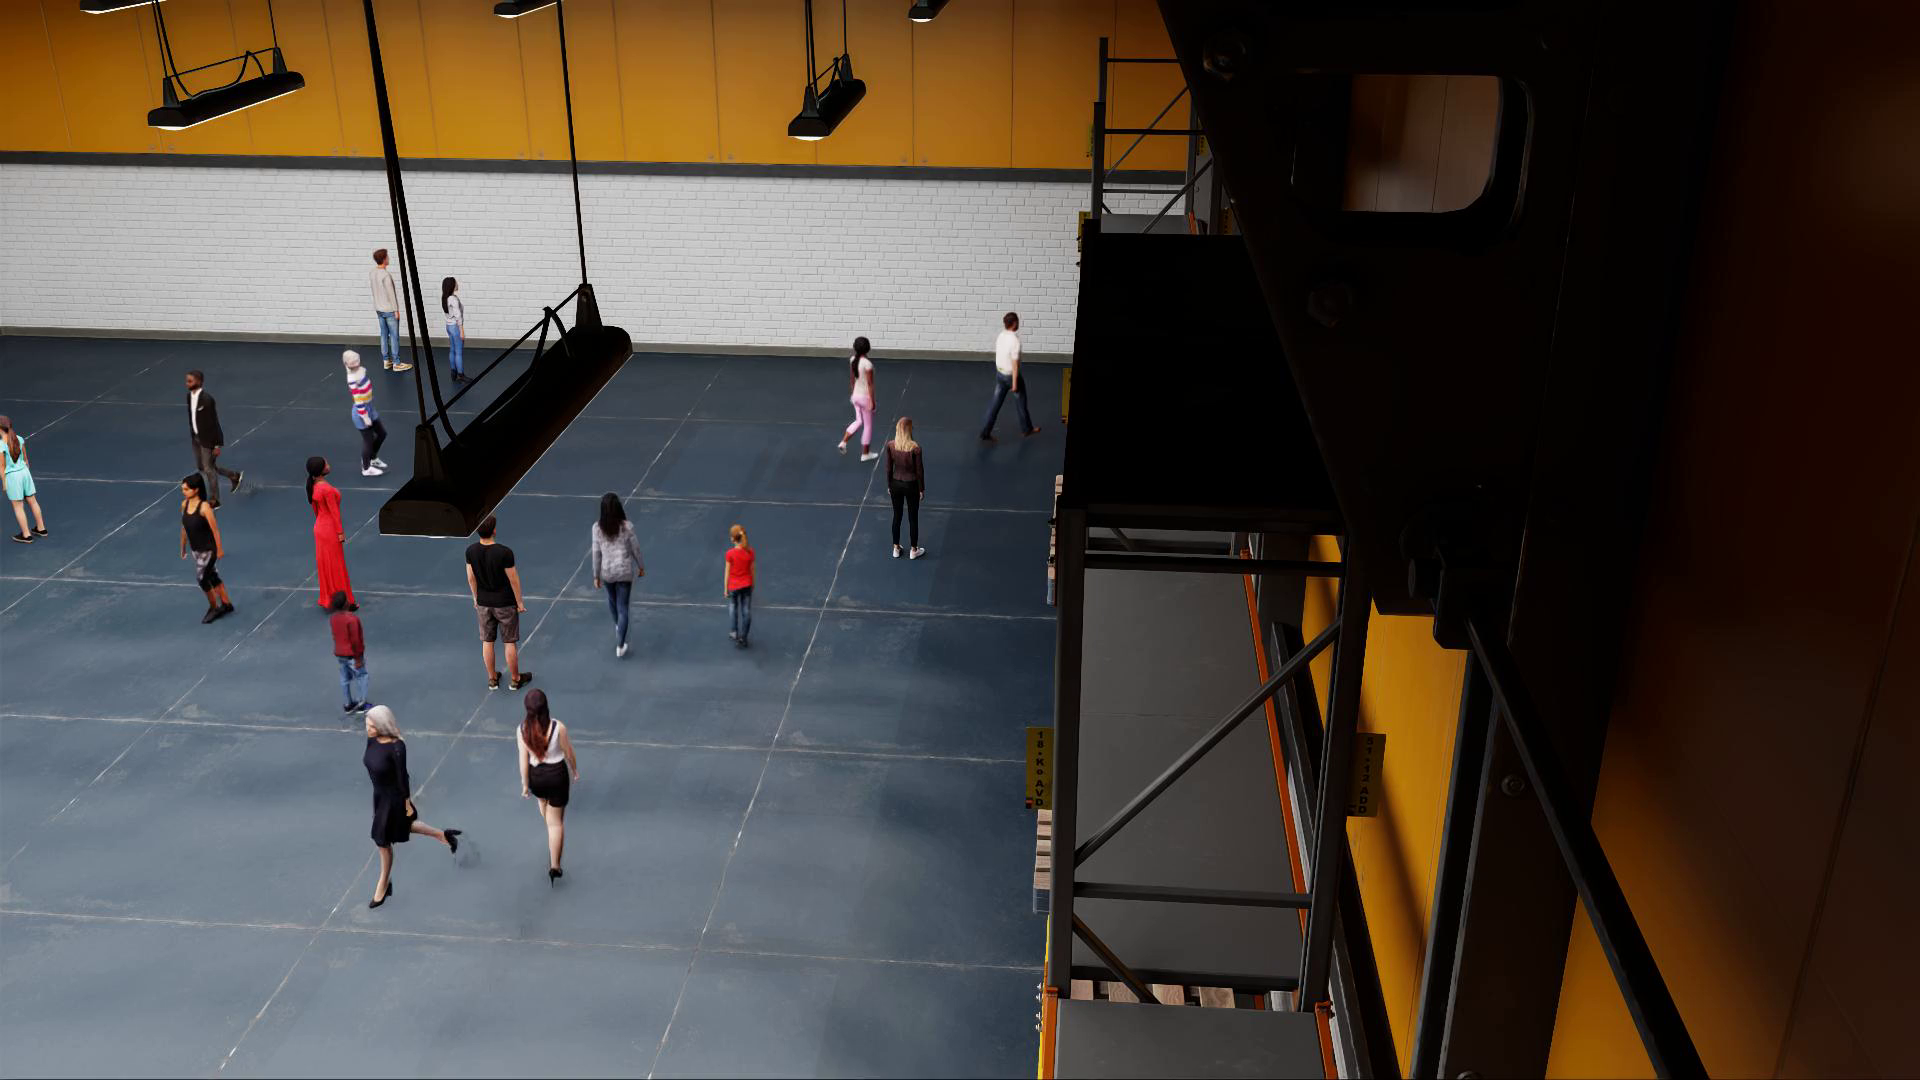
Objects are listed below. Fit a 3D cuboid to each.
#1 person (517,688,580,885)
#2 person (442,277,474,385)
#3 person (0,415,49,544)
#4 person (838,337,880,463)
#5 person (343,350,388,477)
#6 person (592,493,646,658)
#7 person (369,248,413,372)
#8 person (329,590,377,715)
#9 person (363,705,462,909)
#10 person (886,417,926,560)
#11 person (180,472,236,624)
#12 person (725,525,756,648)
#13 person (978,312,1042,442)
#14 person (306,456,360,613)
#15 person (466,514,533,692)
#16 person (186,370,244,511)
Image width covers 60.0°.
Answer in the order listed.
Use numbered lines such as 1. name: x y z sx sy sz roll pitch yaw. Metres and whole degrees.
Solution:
1. person: -3.328 2.012 13.404 0.768 1.601 1.147 -3 24 -7
2. person: -7.691 -3.205 25.298 0.729 1.632 0.665 -18 29 -35
3. person: -11.200 -0.743 19.762 0.663 1.557 0.543 10 25 21
4. person: -1.360 -1.841 22.057 0.919 1.730 0.866 -17 29 -34
5. person: -7.737 -1.647 21.563 0.781 1.771 0.530 -4 24 -9
6. person: -3.525 0.385 17.005 0.724 1.698 1.050 -1 24 -2
7. person: -8.900 -3.580 25.821 0.757 1.902 0.758 17 29 33
8. person: -5.882 1.104 15.943 0.608 1.230 0.613 15 28 31
9. person: -4.417 2.048 13.177 0.982 1.716 1.155 19 30 36
10. person: -0.640 -0.608 19.271 0.655 1.703 0.596 8 25 18
11. person: -8.030 0.053 17.824 0.722 1.650 0.777 13 27 28
12. person: -2.254 0.513 17.223 0.598 1.288 0.670 -9 25 -20
13. person: 0.573 -2.177 22.734 1.242 1.804 1.273 -14 27 -29
14. person: -6.812 -0.064 17.924 0.740 1.784 0.784 20 31 39
15. person: -4.557 0.604 16.300 0.660 1.862 0.567 3 24 6
16. person: -9.282 -1.255 20.648 0.928 1.783 1.066 15 28 31
